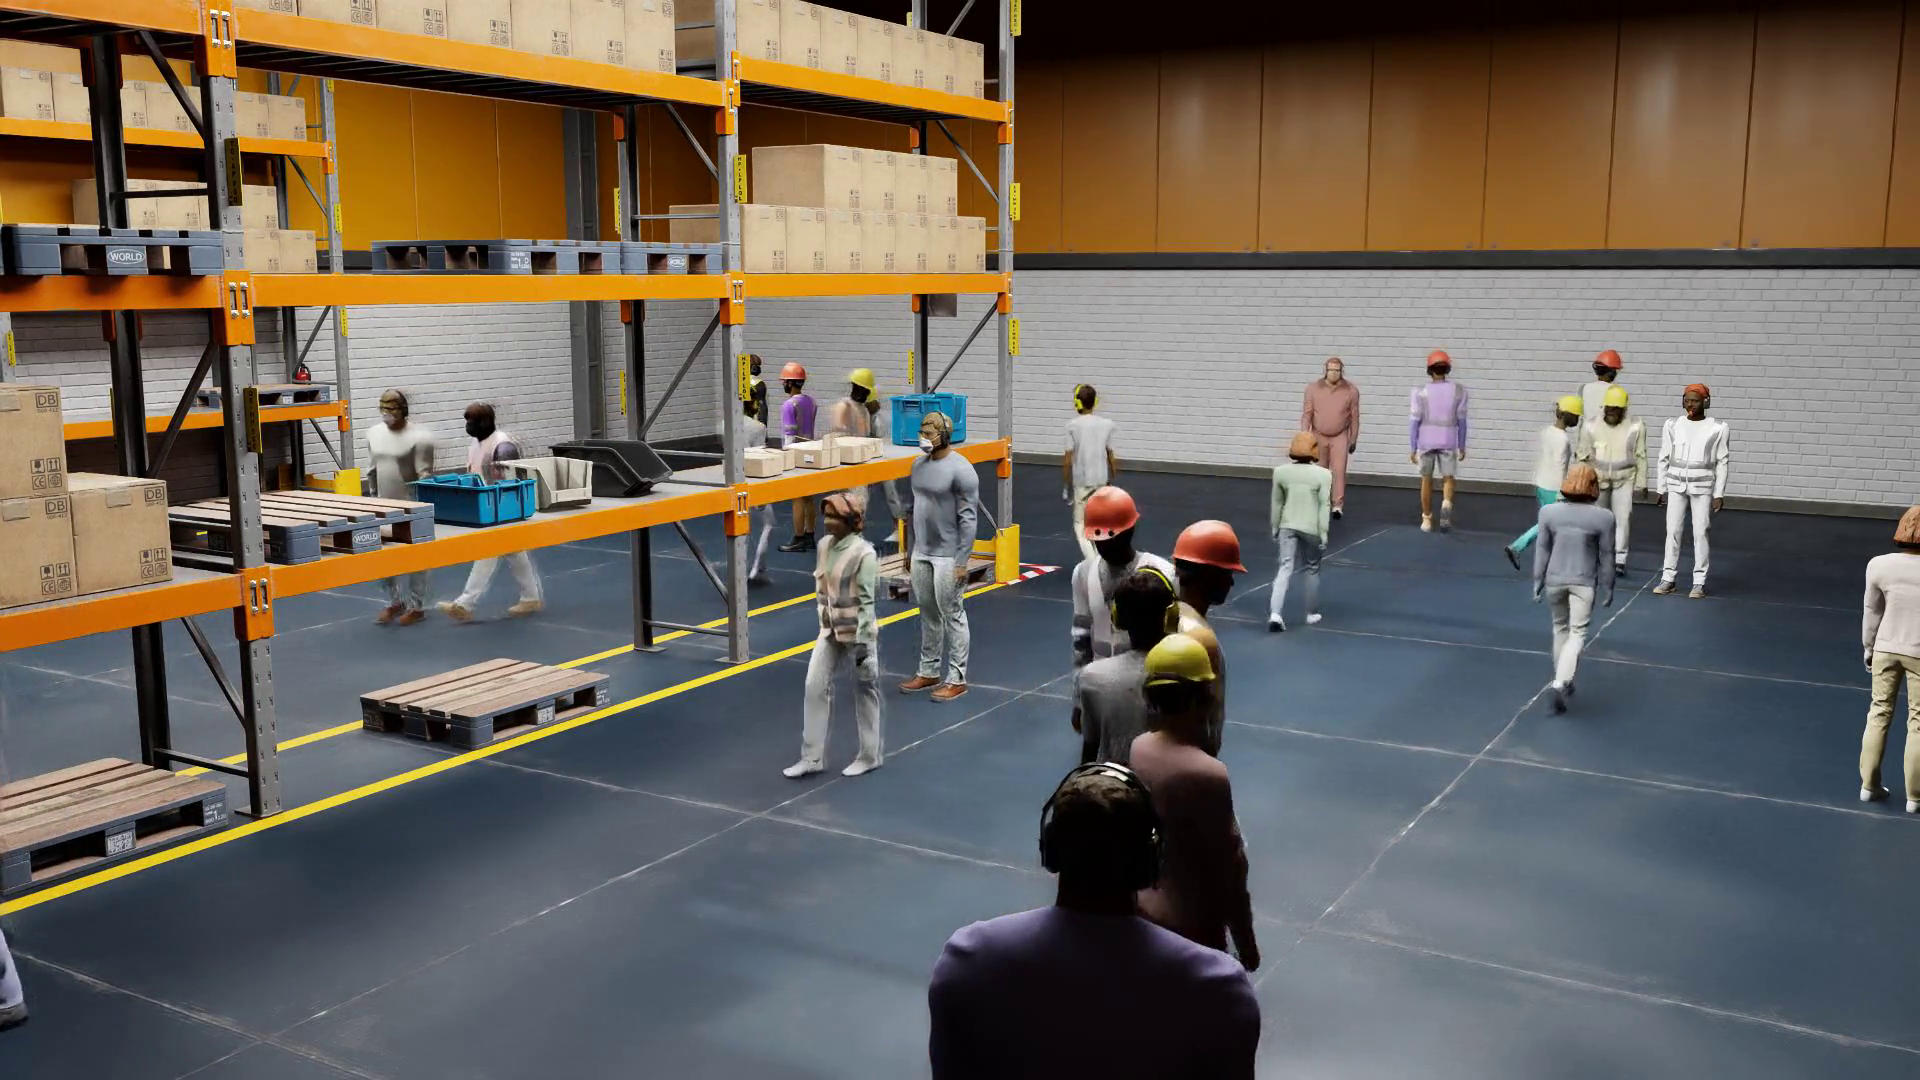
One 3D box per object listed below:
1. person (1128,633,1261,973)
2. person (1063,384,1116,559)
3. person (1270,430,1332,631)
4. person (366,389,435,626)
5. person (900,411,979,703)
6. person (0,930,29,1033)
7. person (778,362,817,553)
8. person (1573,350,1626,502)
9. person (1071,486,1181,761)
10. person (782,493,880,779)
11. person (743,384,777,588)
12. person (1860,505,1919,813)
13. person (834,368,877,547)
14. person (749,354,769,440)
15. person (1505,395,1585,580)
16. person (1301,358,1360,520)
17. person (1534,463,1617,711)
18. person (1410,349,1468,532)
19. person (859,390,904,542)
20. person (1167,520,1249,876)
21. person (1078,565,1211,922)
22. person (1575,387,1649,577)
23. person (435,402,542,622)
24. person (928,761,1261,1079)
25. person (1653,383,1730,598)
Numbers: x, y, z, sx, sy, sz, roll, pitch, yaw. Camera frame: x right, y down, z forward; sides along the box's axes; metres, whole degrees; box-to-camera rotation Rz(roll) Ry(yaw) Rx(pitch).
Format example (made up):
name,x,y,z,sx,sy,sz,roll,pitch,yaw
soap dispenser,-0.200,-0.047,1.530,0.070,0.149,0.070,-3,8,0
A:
name,x,y,z,sx,sy,sz,roll,pitch,yaw
person,0.678,1.153,5.200,0.759,1.725,0.532,-3,9,-16
person,1.214,-0.497,15.163,0.564,1.846,0.545,-2,9,-13
person,2.695,-0.076,13.268,0.508,1.601,0.823,5,10,30
person,-4.508,-0.244,13.305,0.667,1.919,0.583,3,10,18
person,-0.148,0.106,11.098,0.369,1.937,0.645,-8,12,-41
person,-3.774,1.040,5.864,0.549,1.722,0.878,7,11,36
person,-1.678,-0.839,16.975,0.361,1.939,0.542,4,10,23
person,6.775,-0.985,17.567,0.395,2.038,0.614,-6,11,-31
person,0.744,0.698,7.483,0.586,1.905,0.491,7,11,37
person,-0.716,0.554,9.249,0.674,1.614,0.540,-9,13,-43
person,-1.876,-0.481,15.027,0.513,1.853,0.476,5,11,30
person,5.031,0.625,8.818,0.277,1.629,0.496,-6,11,-35
person,-1.081,-0.826,17.084,0.499,1.879,0.629,4,10,24
person,-2.591,-1.386,20.691,0.430,1.844,0.624,-9,13,-43
person,5.425,-0.475,15.318,0.559,1.729,0.568,1,9,8
person,4.281,-1.168,19.285,0.650,1.857,0.987,3,9,16
person,4.008,0.300,10.923,0.509,1.606,0.765,7,11,35
person,5.183,-1.052,18.032,0.626,2.025,0.768,1,9,9
person,-0.898,-0.769,17.356,0.926,1.663,0.485,-7,12,-39
person,0.887,0.875,6.366,0.427,1.911,0.547,-2,9,-14
person,0.644,1.011,5.710,0.547,1.847,0.775,7,12,38
person,6.121,-0.549,15.655,0.668,1.773,0.897,5,10,26
person,-3.882,-0.225,13.613,0.977,1.786,0.644,-7,11,-36
person,0.253,1.371,3.181,0.633,1.938,0.356,3,9,16
person,6.415,-0.433,14.612,0.584,1.882,0.345,7,12,39
